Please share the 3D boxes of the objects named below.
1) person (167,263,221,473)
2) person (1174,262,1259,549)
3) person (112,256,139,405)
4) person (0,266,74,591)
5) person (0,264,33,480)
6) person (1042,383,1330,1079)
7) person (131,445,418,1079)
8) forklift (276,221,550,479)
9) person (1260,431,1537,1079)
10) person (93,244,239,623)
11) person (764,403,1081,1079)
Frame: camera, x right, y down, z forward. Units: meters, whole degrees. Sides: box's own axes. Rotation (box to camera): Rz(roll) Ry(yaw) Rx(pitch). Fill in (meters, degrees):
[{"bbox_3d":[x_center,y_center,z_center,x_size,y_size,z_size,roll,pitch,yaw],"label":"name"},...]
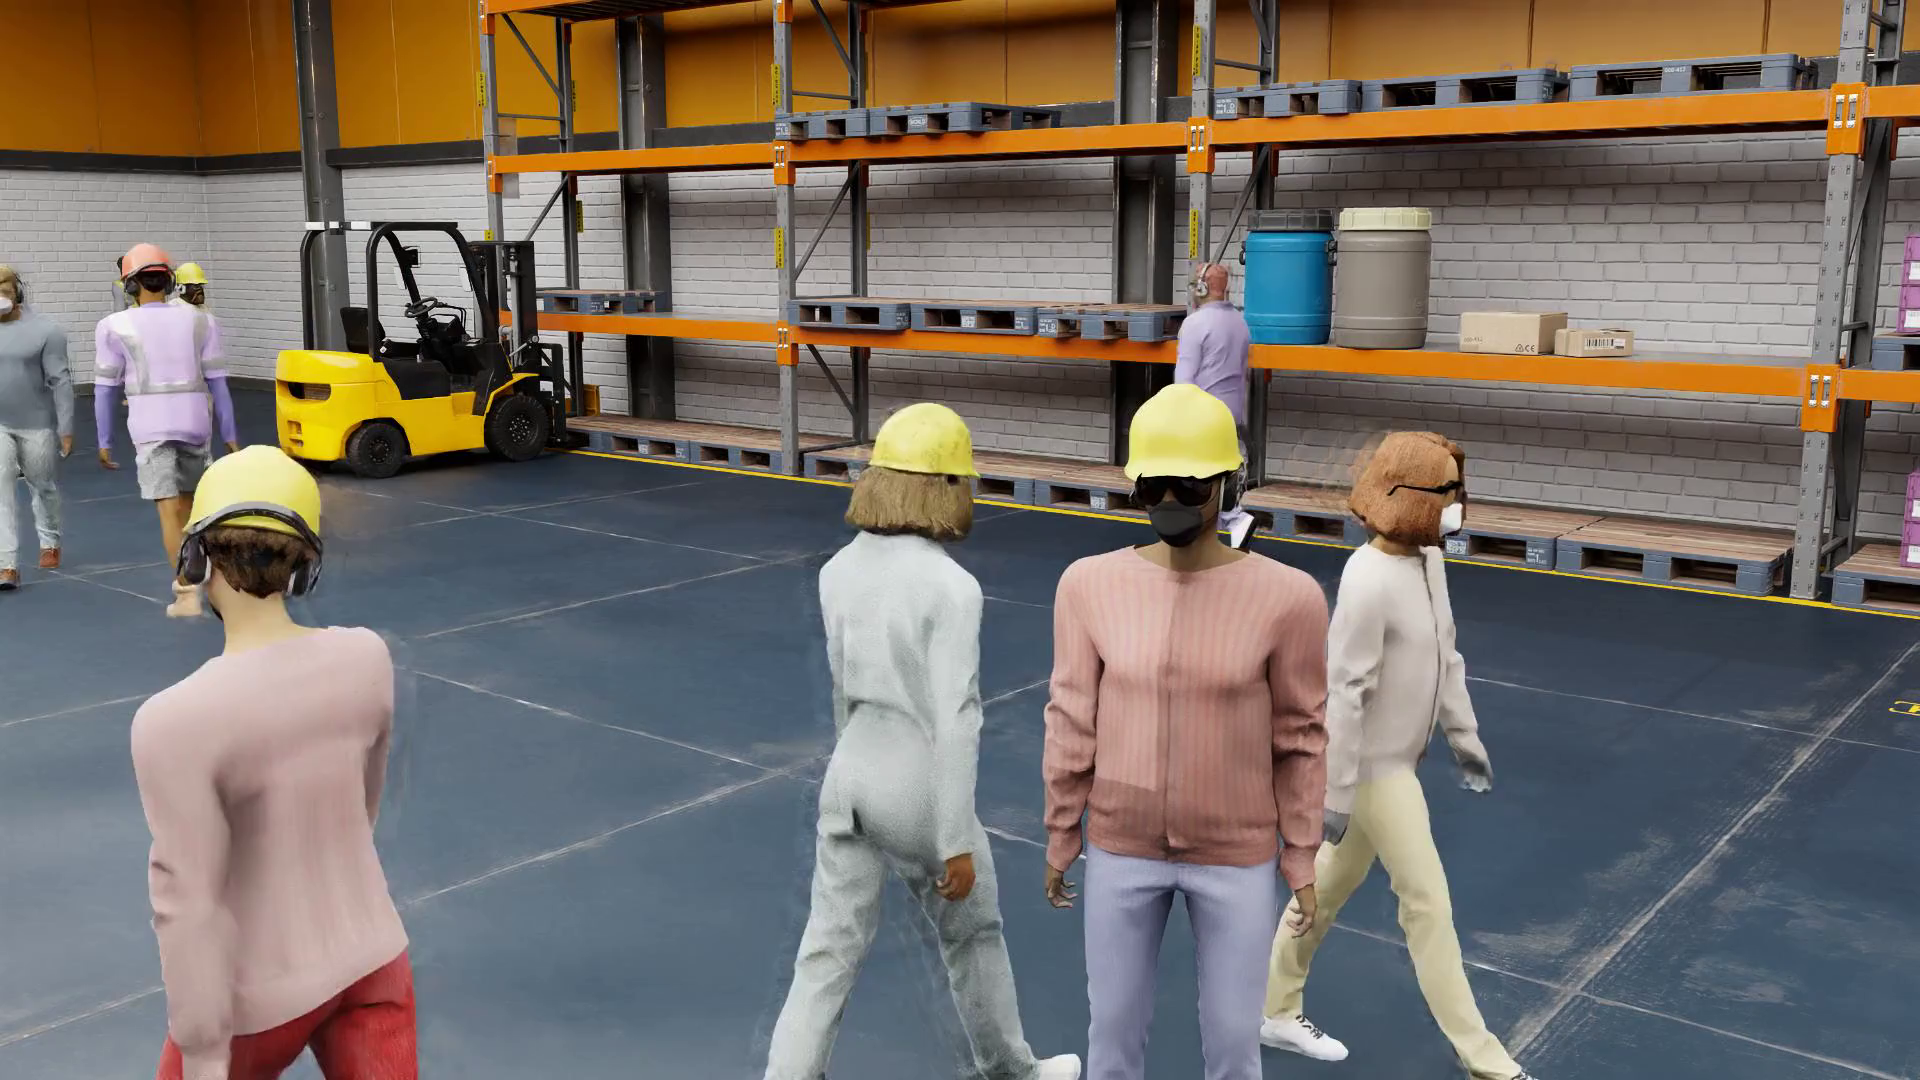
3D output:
[{"bbox_3d":[-6.450,-1.415,14.046,0.404,1.830,0.600,1,10,6],"label":"person"},{"bbox_3d":[1.589,-0.780,10.376,0.643,1.884,0.654,8,13,39],"label":"person"},{"bbox_3d":[-10.121,-2.566,20.419,0.430,1.839,0.619,5,11,24],"label":"person"},{"bbox_3d":[-5.601,-0.682,9.878,0.638,1.887,1.061,-4,11,-22],"label":"person"},{"bbox_3d":[-8.037,-1.422,14.115,0.403,1.826,0.591,-3,11,-16],"label":"person"},{"bbox_3d":[0.412,0.588,3.134,0.535,1.767,0.316,3,11,15],"label":"person"},{"bbox_3d":[-1.067,0.703,2.686,0.915,1.705,0.521,5,12,27],"label":"person"},{"bbox_3d":[-4.922,-1.741,14.854,1.214,2.155,2.313,8,13,38],"label":"forklift"},{"bbox_3d":[1.063,0.537,3.888,0.849,1.585,0.518,6,12,30],"label":"person"},{"bbox_3d":[-4.302,-0.581,8.982,0.893,1.990,0.664,10,14,44],"label":"person"},{"bbox_3d":[-0.127,0.554,3.553,0.491,1.684,0.940,9,14,42],"label":"person"}]
